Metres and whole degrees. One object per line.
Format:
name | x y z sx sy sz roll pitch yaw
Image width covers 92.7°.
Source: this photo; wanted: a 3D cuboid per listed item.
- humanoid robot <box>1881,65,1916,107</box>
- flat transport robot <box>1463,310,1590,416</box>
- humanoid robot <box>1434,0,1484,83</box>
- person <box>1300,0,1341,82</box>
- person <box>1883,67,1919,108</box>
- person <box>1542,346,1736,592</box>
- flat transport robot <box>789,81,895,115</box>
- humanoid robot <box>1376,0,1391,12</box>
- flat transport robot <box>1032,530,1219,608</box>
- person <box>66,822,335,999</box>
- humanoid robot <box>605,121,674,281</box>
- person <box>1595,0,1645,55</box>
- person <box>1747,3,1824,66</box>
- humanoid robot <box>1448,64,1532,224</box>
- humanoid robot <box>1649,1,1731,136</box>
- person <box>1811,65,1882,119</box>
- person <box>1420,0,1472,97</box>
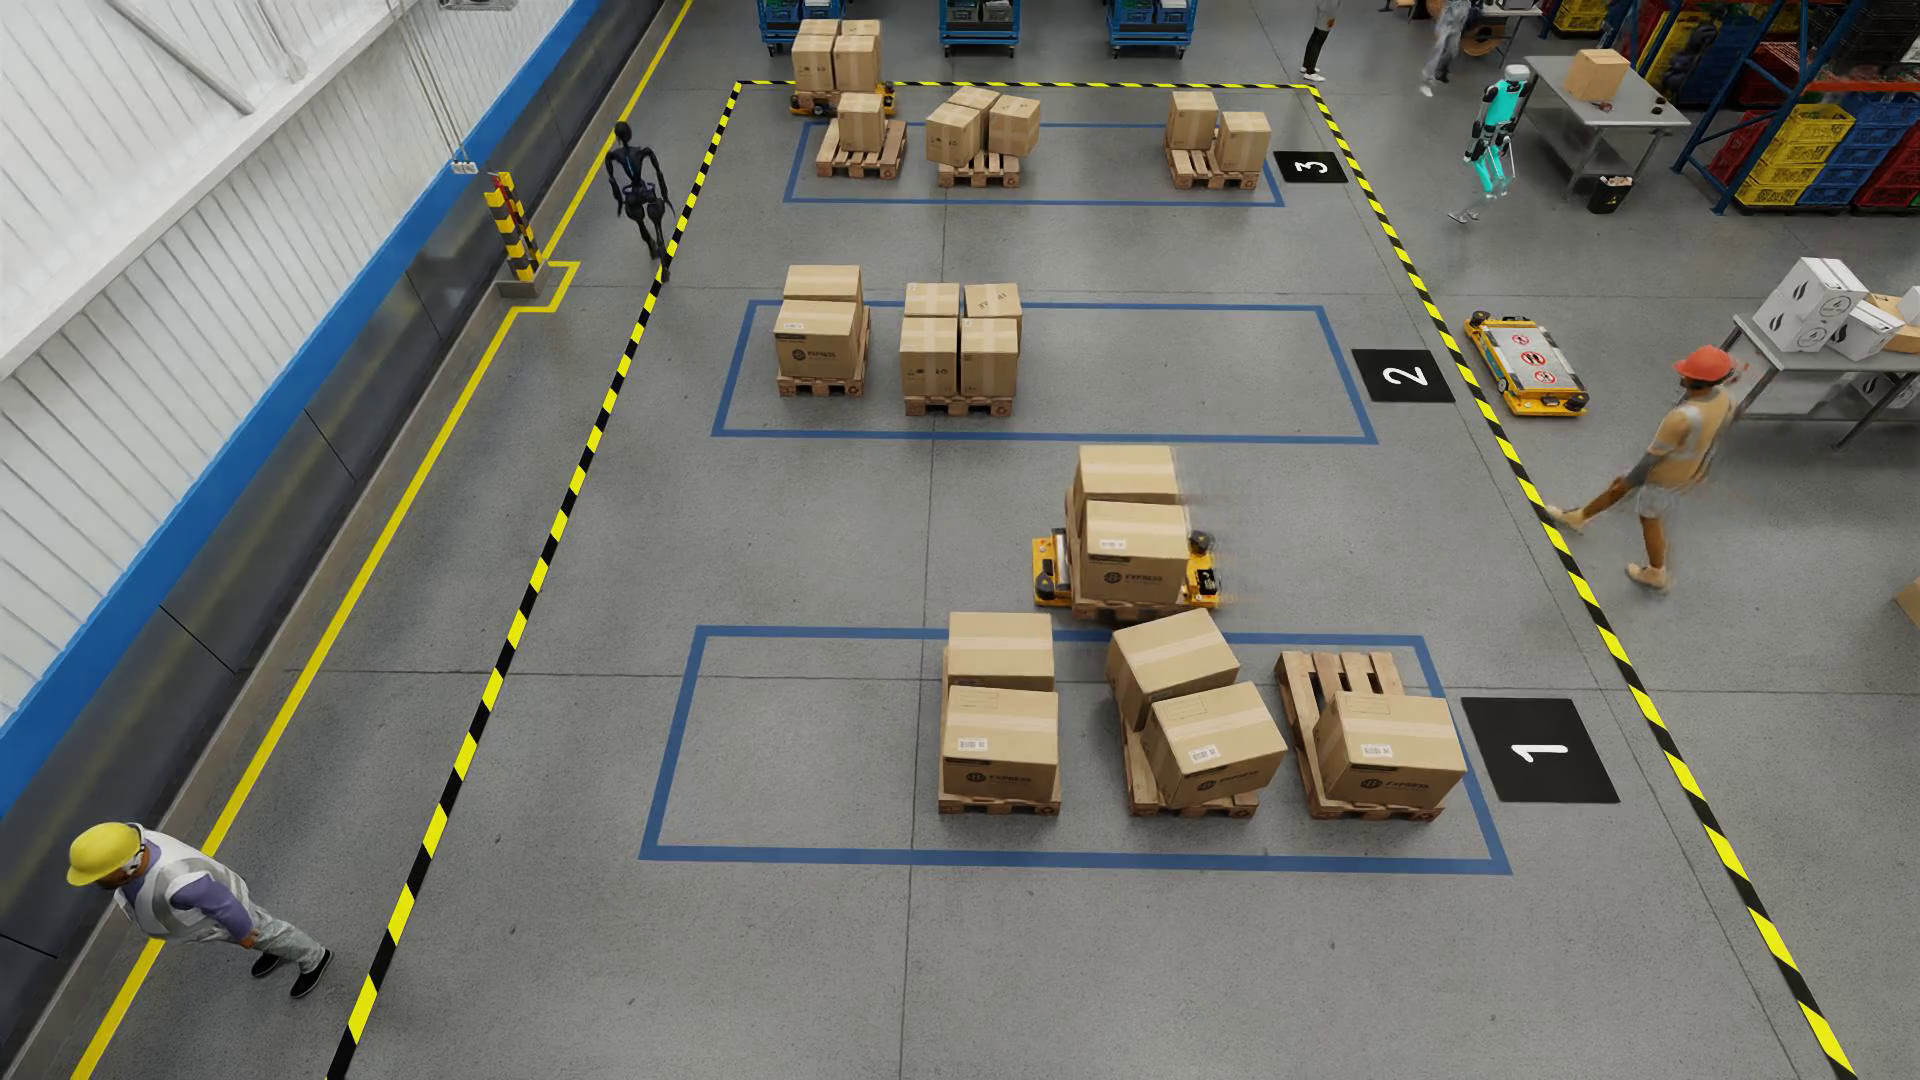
humanoid robot | 13.080 -6.608 12.310 0.539 1.816 0.808 -15 51 -12
flat transport robot | 5.573 -1.757 9.054 0.659 0.231 1.431 1 49 1
humanoid robot | 7.103 -7.436 13.044 0.617 1.653 0.473 -25 54 -20
person | 5.268 -7.550 13.021 0.395 1.853 0.588 5 49 4
person | 12.967 -6.413 12.052 0.626 1.835 0.432 -18 52 -15
person | 5.341 -0.526 6.873 0.647 1.969 1.059 -29 55 -23
flat transport robot | -1.652 -6.250 12.925 1.431 0.197 0.652 1 49 1
humanoid robot | 7.293 -9.442 14.787 0.592 1.640 0.602 -9 50 -7
flat transport robot | 1.306 0.216 7.328 1.431 0.197 0.652 1 49 1
person | -3.957 1.945 4.812 0.589 1.837 0.404 19 52 16
humanoid robot | -3.395 -3.629 9.768 0.602 1.629 0.764 -8 50 -7
person | 9.633 -7.704 13.176 0.996 1.823 0.500 0 49 0
person | 11.978 -7.578 13.056 0.516 1.837 0.356 7 50 6
humanoid robot | 5.997 -4.313 10.207 0.533 1.677 0.735 -12 50 -10
humanoid robot | 9.302 -6.130 11.937 0.728 1.640 0.590 12 50 10
person | 11.098 -5.653 11.450 0.377 1.752 0.519 -16 51 -13
person | 6.804 -7.113 12.727 0.505 1.734 0.360 -17 51 -15
